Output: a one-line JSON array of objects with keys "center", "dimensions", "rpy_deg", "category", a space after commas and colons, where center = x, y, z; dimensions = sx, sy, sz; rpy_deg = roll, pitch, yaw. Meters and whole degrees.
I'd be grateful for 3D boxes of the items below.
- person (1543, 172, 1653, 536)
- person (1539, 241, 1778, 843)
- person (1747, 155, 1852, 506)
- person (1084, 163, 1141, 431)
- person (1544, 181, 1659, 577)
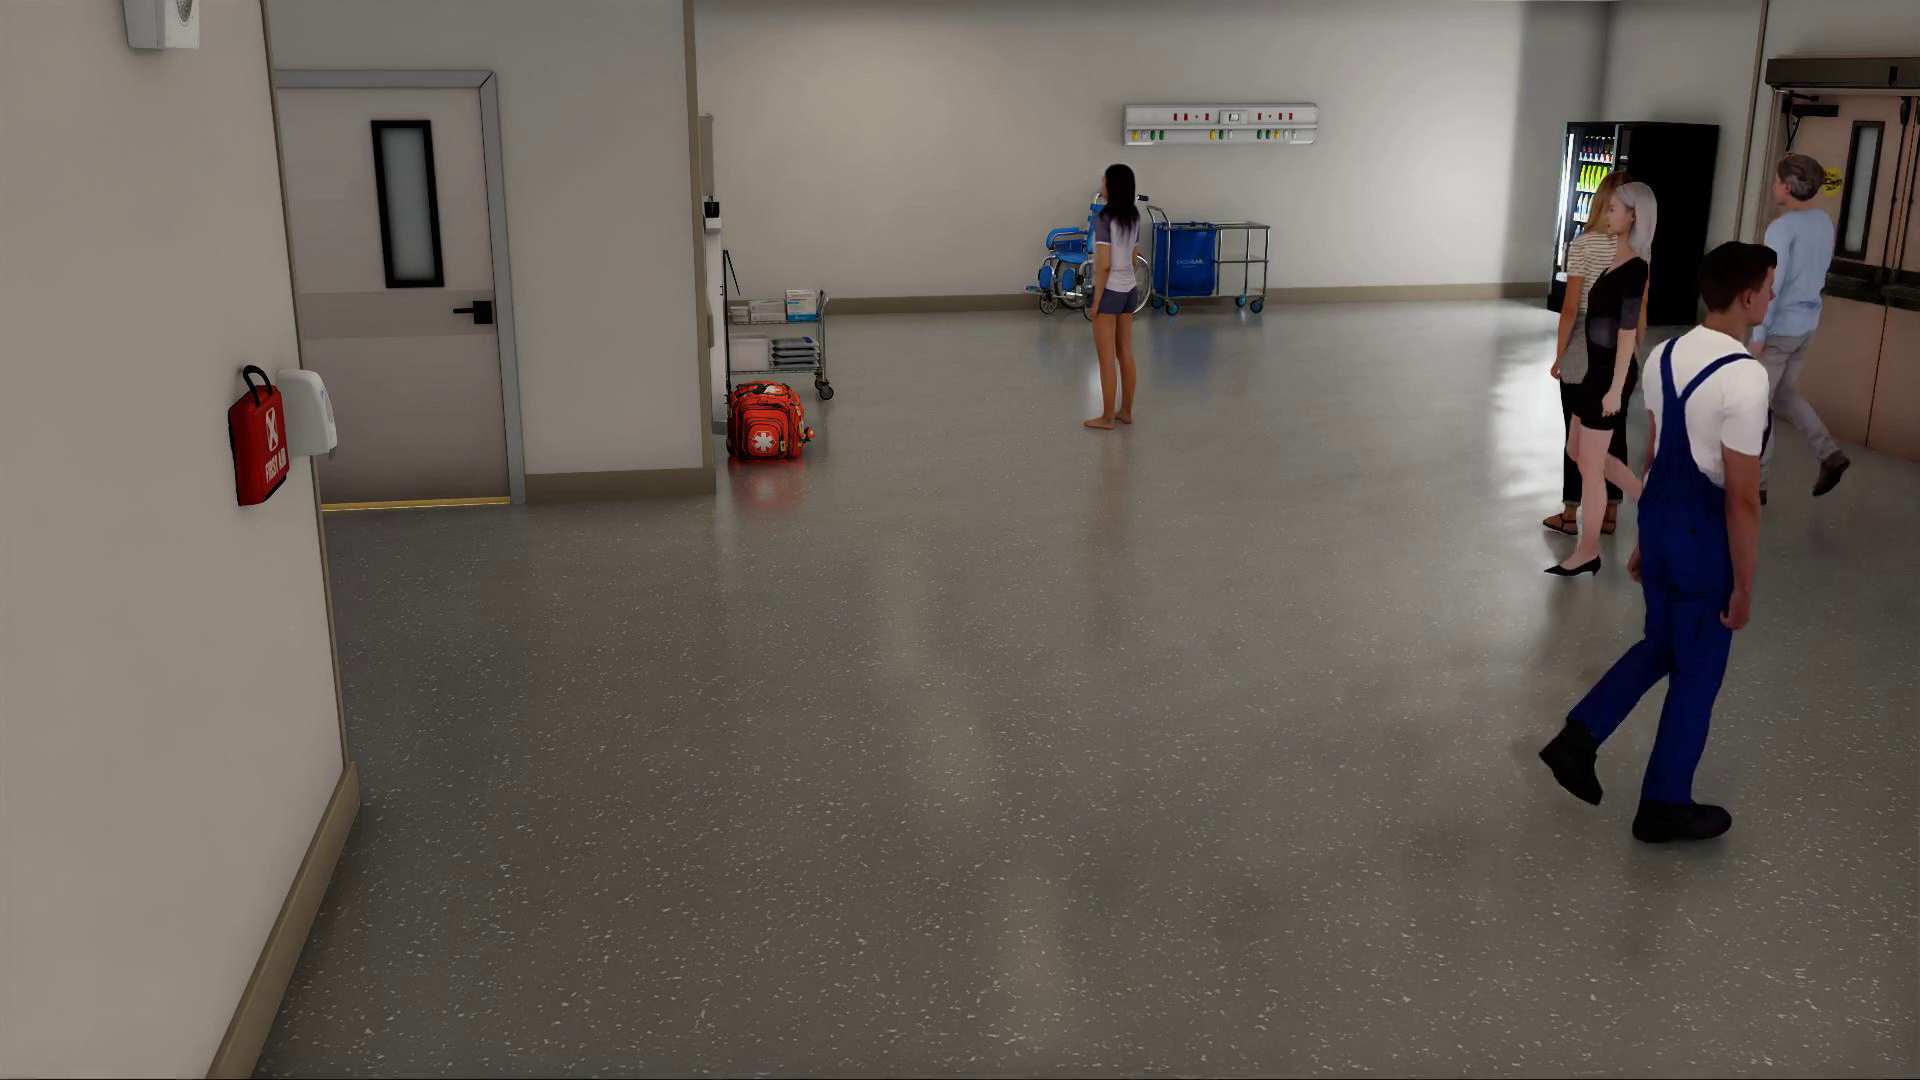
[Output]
[{"center": [3.237, -0.931, 8.415], "dimensions": [0.640, 1.825, 0.570], "rpy_deg": [0, 16, -2], "category": "person"}, {"center": [2.083, 0.041, 4.946], "dimensions": [0.746, 1.836, 0.833], "rpy_deg": [-5, 16, -16], "category": "person"}, {"center": [4.477, -1.086, 8.865], "dimensions": [0.897, 1.879, 1.045], "rpy_deg": [-10, 19, -32], "category": "person"}, {"center": [1.021, -1.610, 10.994], "dimensions": [0.704, 1.732, 0.659], "rpy_deg": [12, 20, 37], "category": "person"}, {"center": [3.060, -0.699, 7.609], "dimensions": [0.788, 1.816, 0.839], "rpy_deg": [2, 16, 7], "category": "person"}]
